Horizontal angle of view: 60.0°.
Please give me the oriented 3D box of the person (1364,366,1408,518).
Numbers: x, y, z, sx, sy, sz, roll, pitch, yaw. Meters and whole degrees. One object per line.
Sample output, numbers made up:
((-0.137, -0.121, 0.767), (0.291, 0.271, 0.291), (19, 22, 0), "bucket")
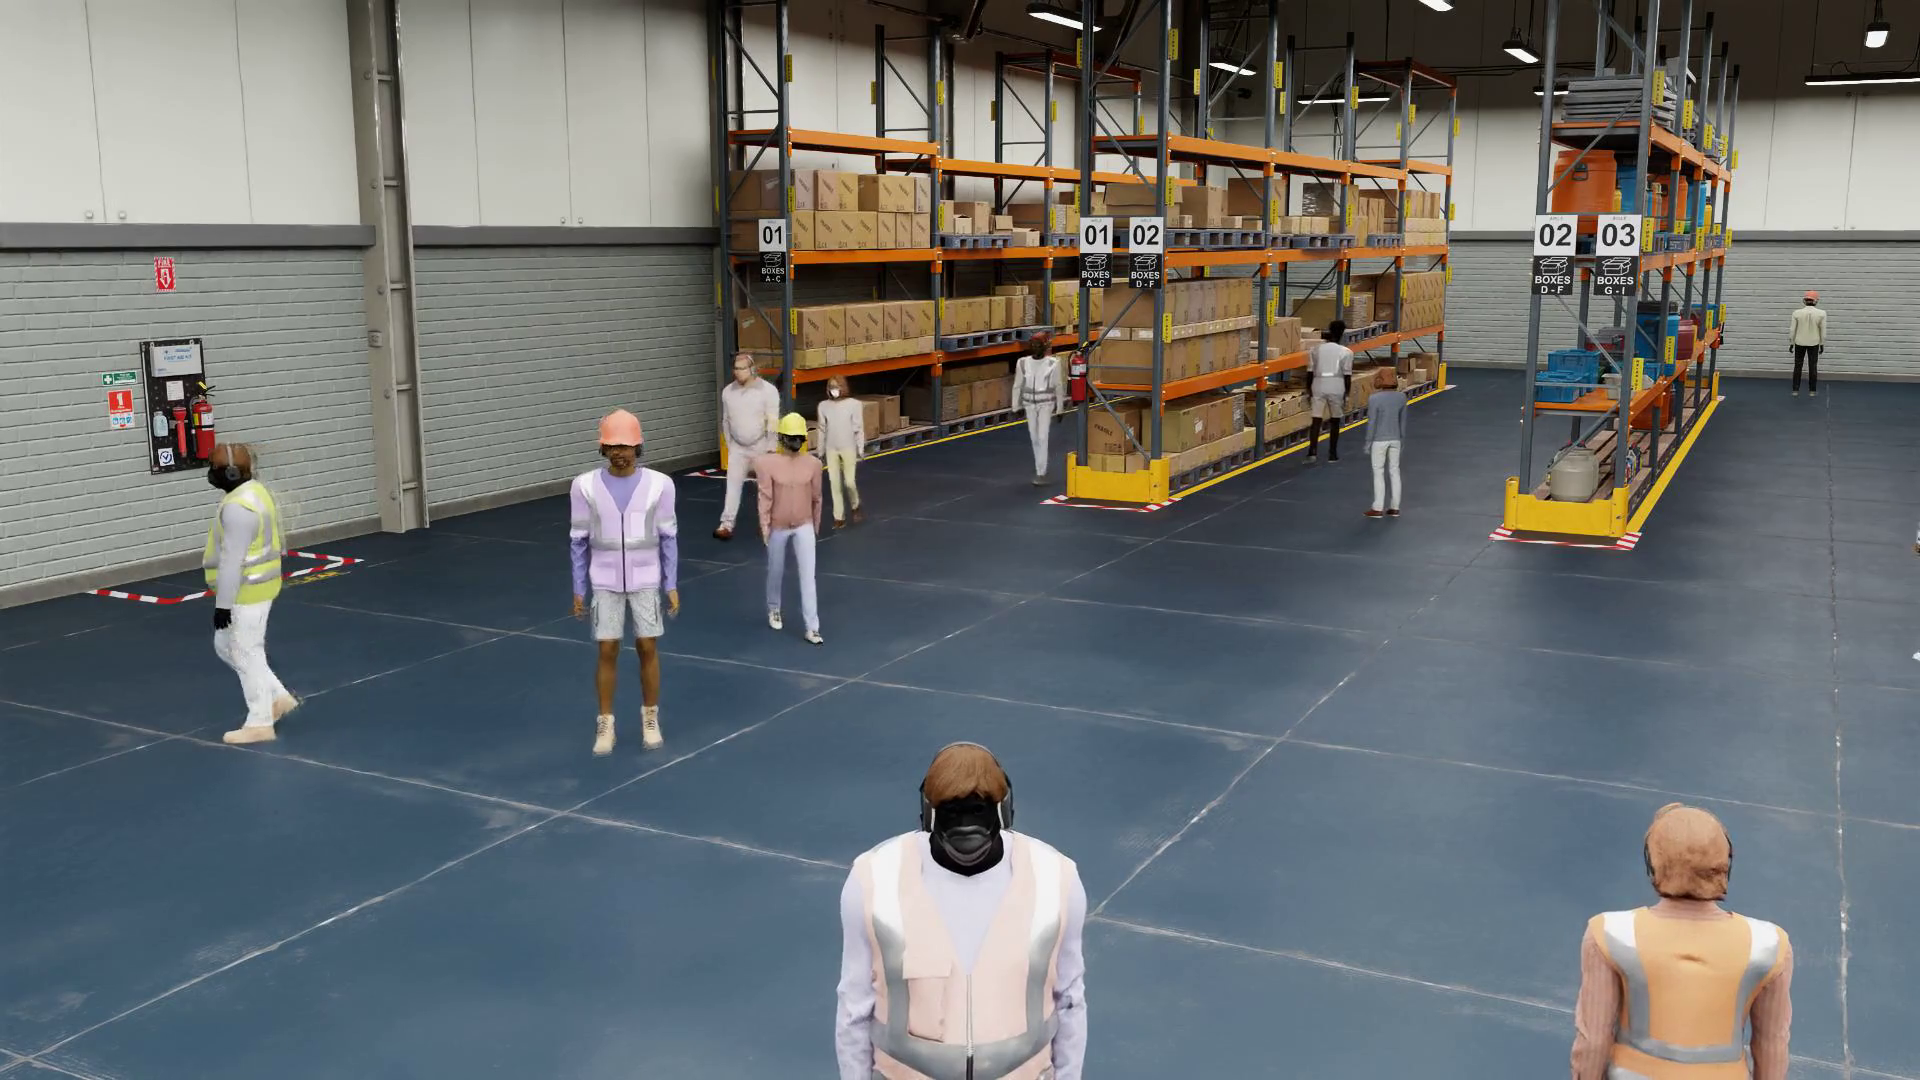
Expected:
((4.587, -1.053, 17.942), (0.507, 1.631, 0.266), (-4, 11, -22), "person")

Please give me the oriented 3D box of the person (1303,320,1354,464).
((4.886, -1.957, 22.129), (0.635, 1.919, 0.763), (4, 11, 22), "person")

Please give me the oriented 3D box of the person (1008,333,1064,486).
((0.909, -1.581, 20.230), (0.594, 1.850, 0.848), (5, 12, 25), "person")

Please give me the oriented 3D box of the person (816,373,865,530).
((-1.236, -0.920, 17.235), (0.533, 1.619, 0.378), (3, 11, 18), "person")

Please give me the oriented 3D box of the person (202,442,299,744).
((-4.276, 0.320, 9.929), (0.439, 1.823, 0.630), (-4, 11, -20), "person")

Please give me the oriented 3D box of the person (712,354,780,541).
((-2.109, -0.910, 16.562), (0.666, 1.856, 0.994), (3, 11, 17), "person")

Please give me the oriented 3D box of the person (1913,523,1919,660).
((7.235, -0.009, 12.066), (0.771, 1.720, 0.497), (-5, 11, -24), "person")

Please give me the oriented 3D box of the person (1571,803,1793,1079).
((1.803, 1.464, 4.200), (0.512, 1.639, 0.312), (2, 11, 12), "person")

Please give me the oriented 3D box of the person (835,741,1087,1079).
((0.008, 1.384, 4.085), (0.620, 1.845, 0.430), (-1, 10, -5), "person")

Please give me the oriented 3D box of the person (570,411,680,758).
((-1.974, 0.254, 9.784), (0.640, 2.034, 0.530), (-2, 11, -10), "person")

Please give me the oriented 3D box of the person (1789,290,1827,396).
((16.056, -3.724, 31.526), (0.612, 1.991, 0.392), (6, 12, 29), "person")

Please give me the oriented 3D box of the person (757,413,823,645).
((-1.289, -0.112, 12.590), (0.526, 1.721, 0.920), (-3, 11, -17), "person")
